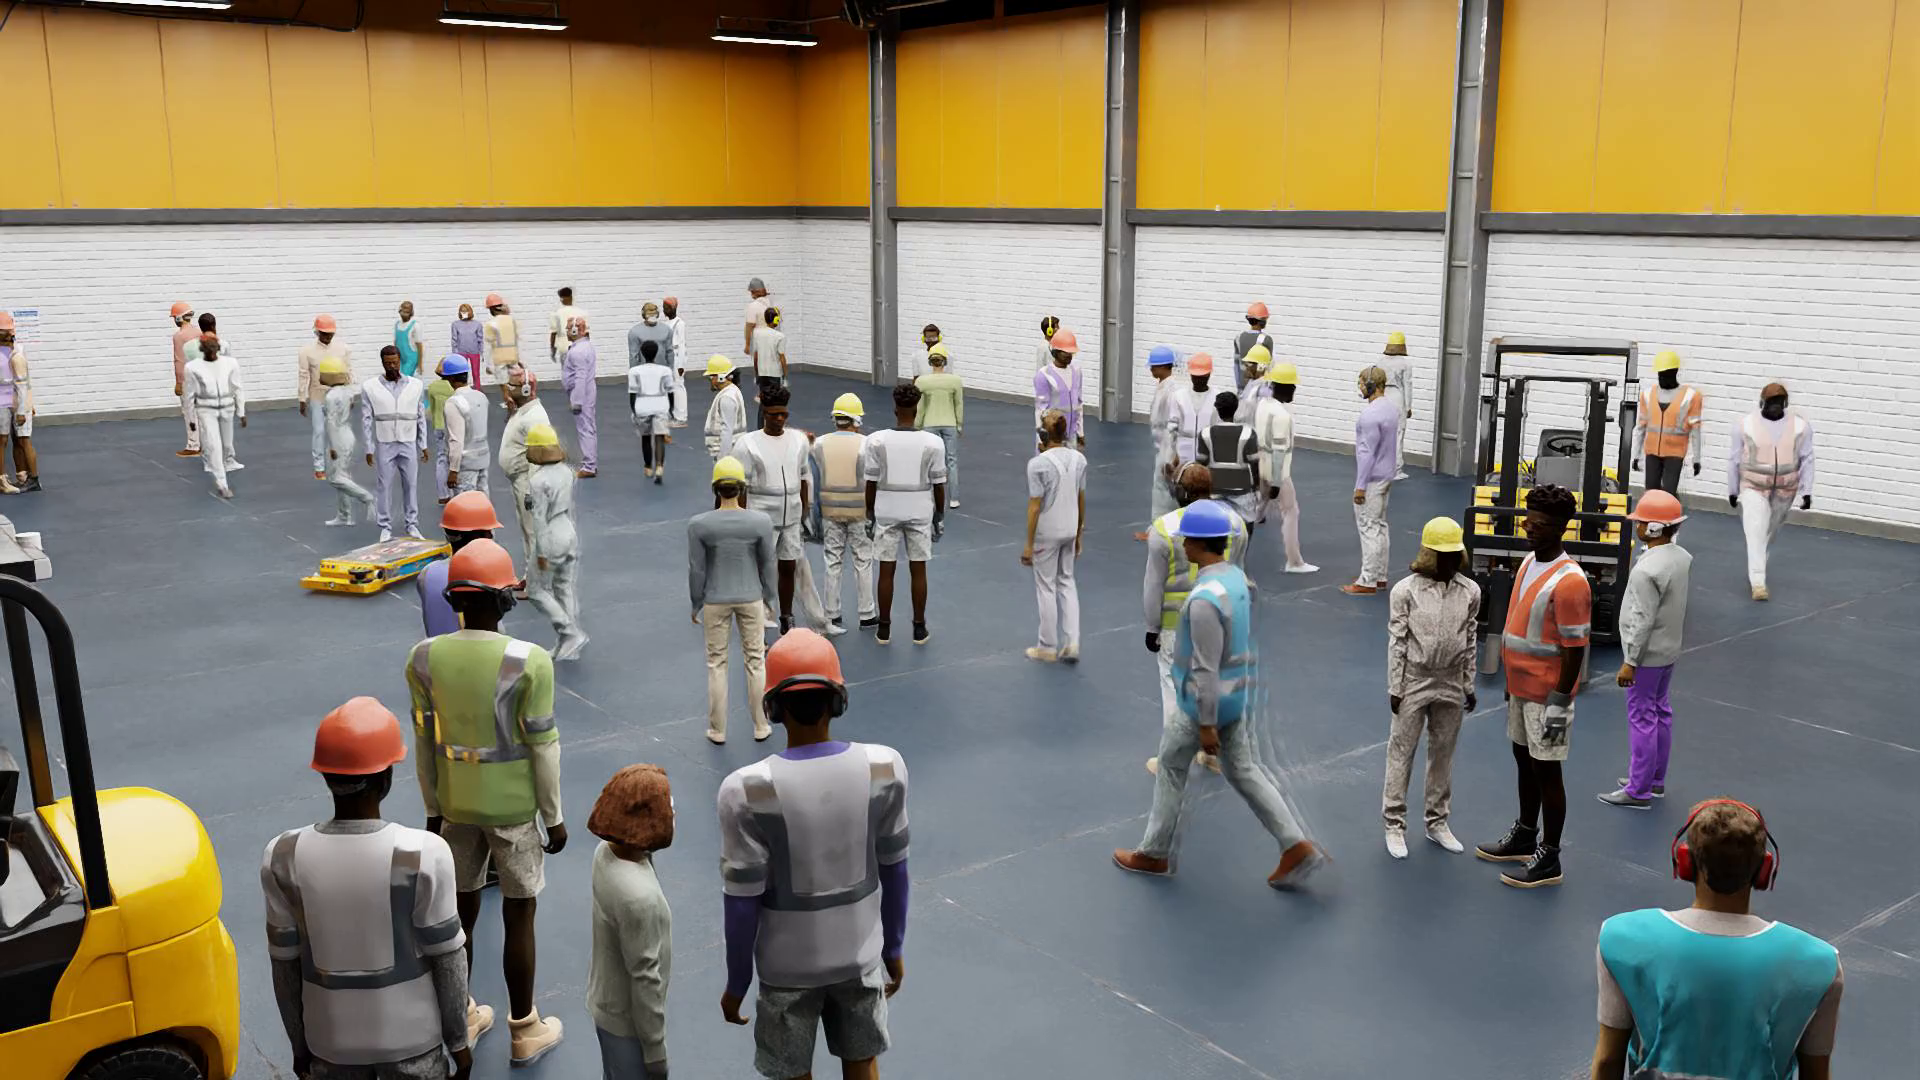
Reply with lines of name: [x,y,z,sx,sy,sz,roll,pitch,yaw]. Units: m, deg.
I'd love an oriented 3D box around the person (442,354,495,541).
person: [-4.371,-0.674,14.724,0.403,1.942,0.608,2,12,11]

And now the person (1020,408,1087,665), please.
person: [0.658,-0.016,11.806,0.516,1.846,0.349,-8,14,-35]

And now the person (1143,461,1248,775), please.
person: [1.327,0.462,9.524,0.623,1.835,0.431,-5,13,-22]

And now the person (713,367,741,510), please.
person: [-2.231,-0.831,16.082,0.317,1.696,0.540,-5,13,-22]

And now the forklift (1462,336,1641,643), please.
forklift: [4.683,-0.471,13.136,1.214,2.155,2.313,4,12,20]

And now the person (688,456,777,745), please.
person: [-1.383,0.386,10.131,0.533,1.729,0.330,-2,12,-11]

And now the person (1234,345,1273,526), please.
person: [2.973,-1.054,16.823,0.404,1.837,0.589,-1,12,-4]

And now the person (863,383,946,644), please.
person: [-0.409,-0.187,12.362,0.611,1.954,0.394,0,12,-2]

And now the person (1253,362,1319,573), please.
person: [2.699,-0.625,14.617,0.908,1.896,0.597,-2,12,-12]

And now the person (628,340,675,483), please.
person: [-3.591,-1.505,19.426,0.538,1.662,0.843,-2,12,-11]

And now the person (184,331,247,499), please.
person: [-8.343,-1.424,18.597,0.572,1.853,0.919,-10,15,-39]

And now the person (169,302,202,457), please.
person: [-9.884,-2.058,21.330,0.410,1.981,0.626,1,12,5]

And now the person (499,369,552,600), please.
person: [-3.607,-0.468,13.809,0.410,1.913,0.643,-5,13,-25]

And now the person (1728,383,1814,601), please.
person: [6.789,-0.436,13.974,0.623,1.793,1.007,3,12,13]

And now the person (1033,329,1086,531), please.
person: [1.003,-1.059,16.387,0.611,2.030,0.409,-10,16,-41]

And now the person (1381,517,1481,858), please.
person: [2.386,0.740,8.388,0.485,1.744,0.296,-3,12,-12]

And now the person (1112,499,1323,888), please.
person: [1.258,0.749,7.965,0.971,1.916,0.600,6,13,27]

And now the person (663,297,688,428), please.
person: [-4.125,-2.567,24.031,0.358,1.880,0.578,-7,14,-30]

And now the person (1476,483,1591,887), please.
person: [2.798,0.695,8.055,0.361,1.965,0.613,-1,12,-3]

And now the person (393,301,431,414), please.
person: [-8.117,-2.615,24.439,0.569,1.806,0.600,10,15,39]

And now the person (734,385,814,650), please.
person: [-1.360,-0.168,12.231,0.614,1.962,0.366,-7,14,-32]

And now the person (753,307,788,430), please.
person: [-2.525,-2.179,22.223,0.527,1.856,0.346,5,13,24]

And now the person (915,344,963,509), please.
person: [-0.226,-1.198,17.713,0.523,1.759,0.335,-1,12,-6]

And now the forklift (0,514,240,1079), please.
forklift: [-3.687,1.115,5.480,2.313,2.155,1.214,-9,15,-36]

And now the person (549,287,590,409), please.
person: [-6.127,-3.019,26.172,0.629,1.912,0.972,-1,12,-7]

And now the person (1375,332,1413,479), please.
person: [5.128,-1.593,19.682,0.321,1.737,0.488,-11,16,-42]

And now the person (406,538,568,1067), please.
person: [-1.798,1.002,6.421,0.607,2.036,0.412,3,12,16]

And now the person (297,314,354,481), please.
person: [-7.401,-1.665,19.465,0.652,1.969,0.476,-8,14,-34]

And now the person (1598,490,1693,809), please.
person: [3.749,0.591,9.072,0.321,1.754,0.563,10,15,40]

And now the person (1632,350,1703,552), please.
person: [6.574,-0.817,15.498,0.421,1.897,0.632,-11,16,-41]

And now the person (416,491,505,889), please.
person: [-2.344,0.720,8.036,0.545,1.931,0.387,8,14,34]

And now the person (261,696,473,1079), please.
person: [-1.667,1.392,4.764,0.545,1.938,0.359,0,12,-1]

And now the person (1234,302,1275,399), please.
person: [3.599,-1.862,20.227,0.381,2.045,0.616,-9,15,-37]

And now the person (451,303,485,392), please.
person: [-7.819,-2.945,26.450,0.507,1.631,0.271,-2,12,-9]

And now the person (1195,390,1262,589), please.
person: [2.266,-0.418,14.110,0.569,1.682,0.390,4,12,19]

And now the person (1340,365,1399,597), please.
person: [3.457,-0.493,13.899,0.367,1.929,0.637,7,13,29]

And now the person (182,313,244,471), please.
person: [-9.060,-1.782,20.138,0.589,1.920,0.399,1,12,3]

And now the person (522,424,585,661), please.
person: [-2.897,0.033,11.847,0.388,1.729,0.489,4,12,20]

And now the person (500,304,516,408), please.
person: [-7.142,-2.897,26.199,0.315,1.640,0.515,-4,12,-17]

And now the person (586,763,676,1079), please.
person: [-0.998,1.474,5.132,0.288,1.628,0.502,-5,13,-23]

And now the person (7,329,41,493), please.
person: [-10.662,-1.492,18.736,0.387,1.924,0.548,-11,16,-43]

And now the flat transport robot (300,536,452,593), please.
flat transport robot: [-5.023,0.200,14.566,0.652,0.197,1.431,4,12,19]

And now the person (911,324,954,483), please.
person: [-0.312,-1.577,19.315,0.505,1.857,0.331,0,12,1]

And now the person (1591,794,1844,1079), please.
person: [1.884,1.550,4.230,0.566,1.842,0.389,4,12,19]

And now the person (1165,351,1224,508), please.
person: [2.163,-0.753,15.145,0.564,1.930,0.390,4,12,19]

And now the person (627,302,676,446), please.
person: [-4.110,-2.215,22.223,0.636,1.928,0.380,-7,14,-32]

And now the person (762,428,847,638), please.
person: [-1.264,-0.064,12.646,0.899,1.588,0.523,5,13,24]

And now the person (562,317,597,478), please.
person: [-4.509,-1.688,19.713,0.400,1.910,0.643,-1,12,-3]

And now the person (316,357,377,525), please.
person: [-6.164,-0.971,16.700,0.543,1.730,0.488,-1,12,-3]

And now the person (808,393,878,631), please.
person: [-0.854,-0.211,12.768,0.600,1.827,0.404,2,12,12]

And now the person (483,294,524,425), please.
person: [-6.678,-2.615,24.187,0.635,1.905,0.573,10,15,39]

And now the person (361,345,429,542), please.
person: [-5.406,-0.912,15.938,0.592,1.917,0.375,-7,14,-30]

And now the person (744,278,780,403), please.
person: [-3.263,-3.216,26.765,0.632,2.000,0.711,6,13,28]

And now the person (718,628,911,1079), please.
person: [-0.452,1.270,5.120,0.605,2.035,0.392,-5,13,-25]

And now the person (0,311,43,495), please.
person: [-10.660,-1.538,18.657,0.373,2.043,0.615,4,12,18]

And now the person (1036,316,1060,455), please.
person: [1.091,-1.795,20.319,0.318,1.870,0.531,-2,12,-11]

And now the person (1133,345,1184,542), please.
person: [2.077,-0.918,15.986,0.718,1.922,0.625,-1,12,-5]

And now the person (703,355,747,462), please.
person: [-2.240,-0.857,15.925,0.403,1.818,0.601,-1,12,-5]
